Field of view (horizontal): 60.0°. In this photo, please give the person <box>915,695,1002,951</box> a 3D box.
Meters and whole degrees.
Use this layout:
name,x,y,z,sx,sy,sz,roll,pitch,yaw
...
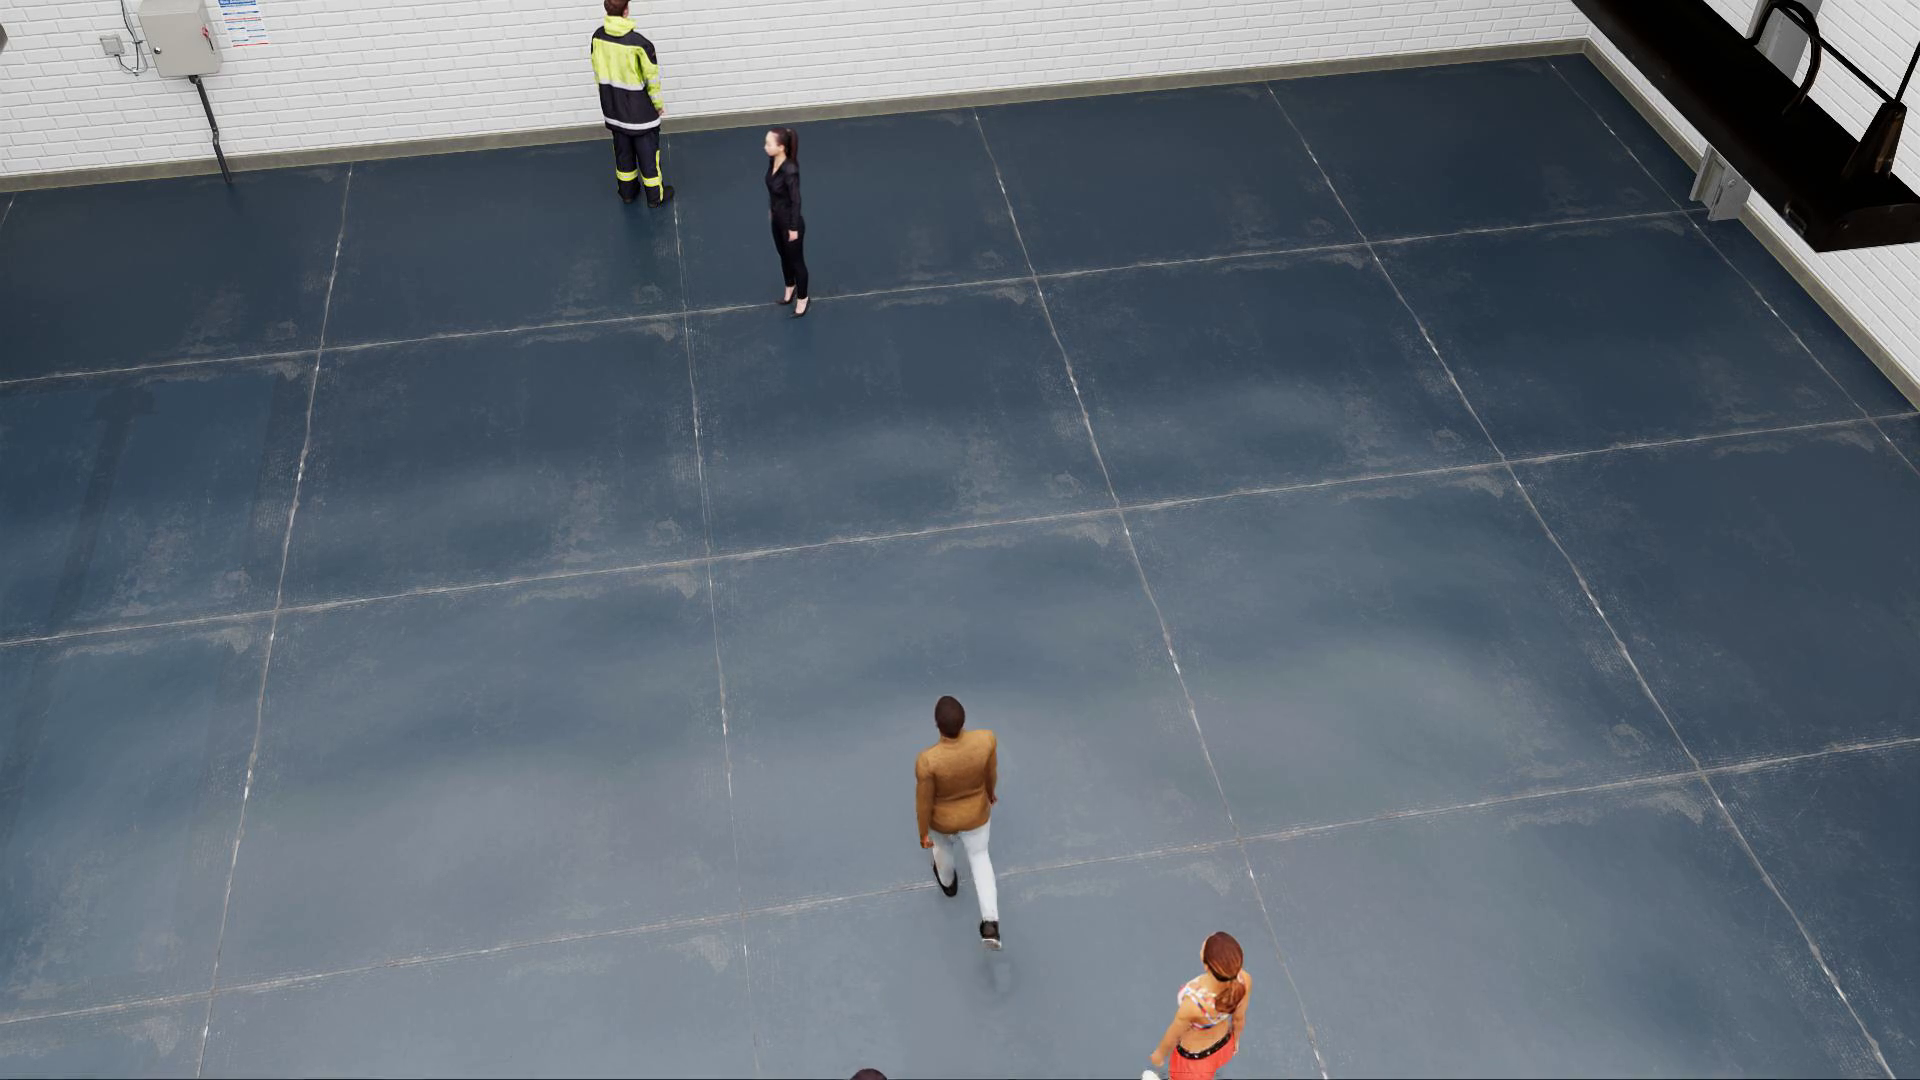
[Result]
name,x,y,z,sx,sy,sz,roll,pitch,yaw
person,0.023,1.536,9.020,0.743,1.797,1.082,-13,45,-14

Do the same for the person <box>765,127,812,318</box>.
name,x,y,z,sx,sy,sz,roll,pitch,yaw
person,-1.394,-2.558,13.380,0.687,1.711,0.527,-21,47,-20

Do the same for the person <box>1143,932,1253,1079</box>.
name,x,y,z,sx,sy,sz,roll,pitch,yaw
person,1.200,2.538,7.996,0.899,1.759,1.190,-26,49,-25

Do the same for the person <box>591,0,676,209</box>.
name,x,y,z,sx,sy,sz,roll,pitch,yaw
person,-2.892,-3.860,14.551,0.872,1.981,0.850,13,45,14
